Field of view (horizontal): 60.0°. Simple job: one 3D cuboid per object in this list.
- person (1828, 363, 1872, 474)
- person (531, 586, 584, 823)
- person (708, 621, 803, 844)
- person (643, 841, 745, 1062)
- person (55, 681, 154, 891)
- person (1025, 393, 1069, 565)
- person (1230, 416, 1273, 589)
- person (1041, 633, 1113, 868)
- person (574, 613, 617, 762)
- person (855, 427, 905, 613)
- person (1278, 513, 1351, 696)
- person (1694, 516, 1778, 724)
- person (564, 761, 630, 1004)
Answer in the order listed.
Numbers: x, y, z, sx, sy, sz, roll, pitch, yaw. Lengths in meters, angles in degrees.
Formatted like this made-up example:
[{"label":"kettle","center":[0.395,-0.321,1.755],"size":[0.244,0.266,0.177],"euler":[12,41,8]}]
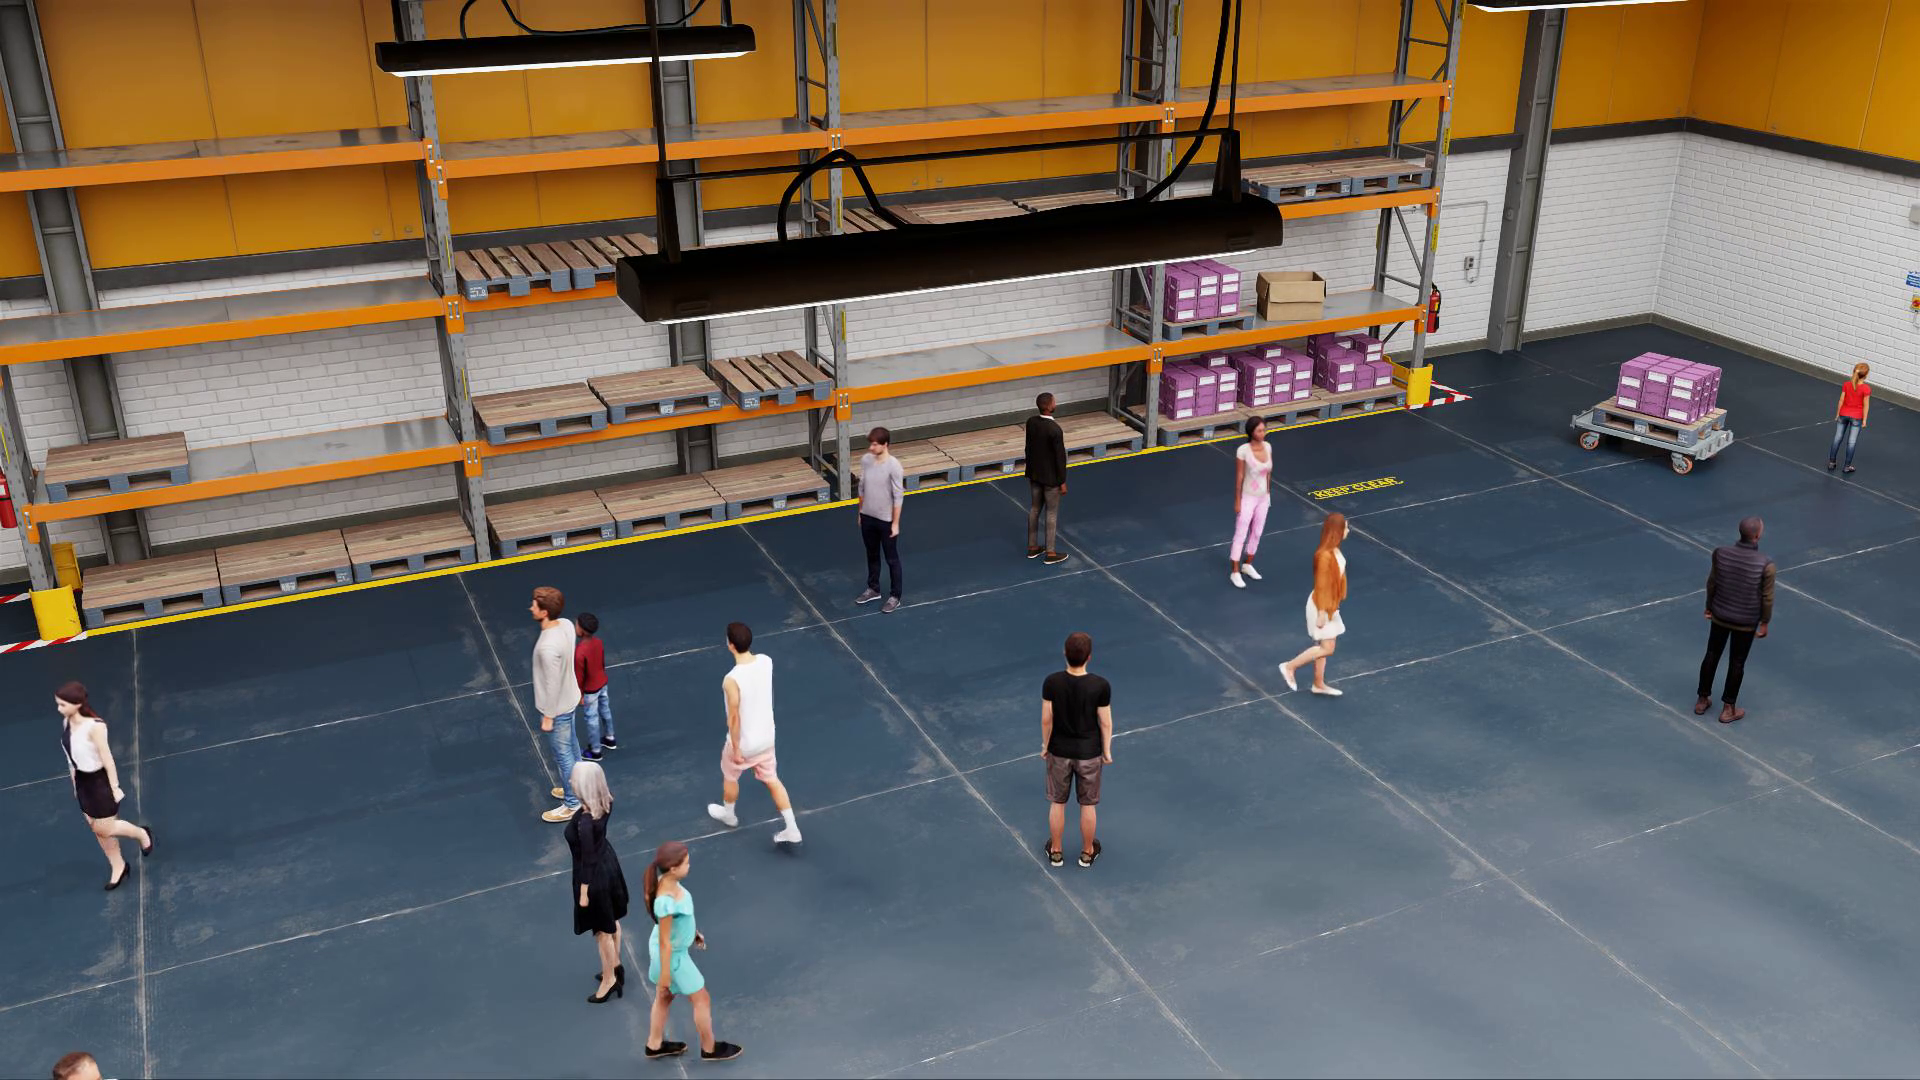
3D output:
[{"label":"person","center":[10.350,-1.432,19.328],"size":[0.565,1.310,0.552],"euler":[-21,31,-39]},{"label":"person","center":[-3.017,1.218,12.523],"size":[0.734,1.906,0.742],"euler":[0,24,1]},{"label":"person","center":[-1.460,1.462,12.158],"size":[1.006,1.750,1.171],"euler":[20,30,37]},{"label":"person","center":[-1.811,2.506,10.036],"size":[0.859,1.537,0.641],"euler":[-6,24,-13]},{"label":"person","center":[-6.019,1.700,11.754],"size":[0.775,1.638,0.840],"euler":[10,26,22]},{"label":"person","center":[0.868,-0.639,16.902],"size":[0.679,1.800,0.722],"euler":[-21,31,-40]},{"label":"person","center":[2.874,-0.404,16.436],"size":[0.497,1.742,0.664],"euler":[-13,27,-27]},{"label":"person","center":[0.817,1.505,11.920],"size":[0.709,1.862,0.822],"euler":[2,24,6]},{"label":"person","center":[-2.967,1.170,13.448],"size":[0.636,1.252,0.573],"euler":[9,25,20]},{"label":"person","center":[-0.753,-0.224,15.901],"size":[0.735,1.842,0.709],"euler":[18,29,35]},{"label":"person","center":[3.040,0.563,14.260],"size":[0.922,1.714,0.862],"euler":[9,25,19]},{"label":"person","center":[6.476,0.648,13.912],"size":[0.693,1.836,0.757],"euler":[-21,31,-39]},{"label":"person","center":[-2.314,2.158,10.571],"size":[0.707,1.747,0.689],"euler":[1,24,2]}]
